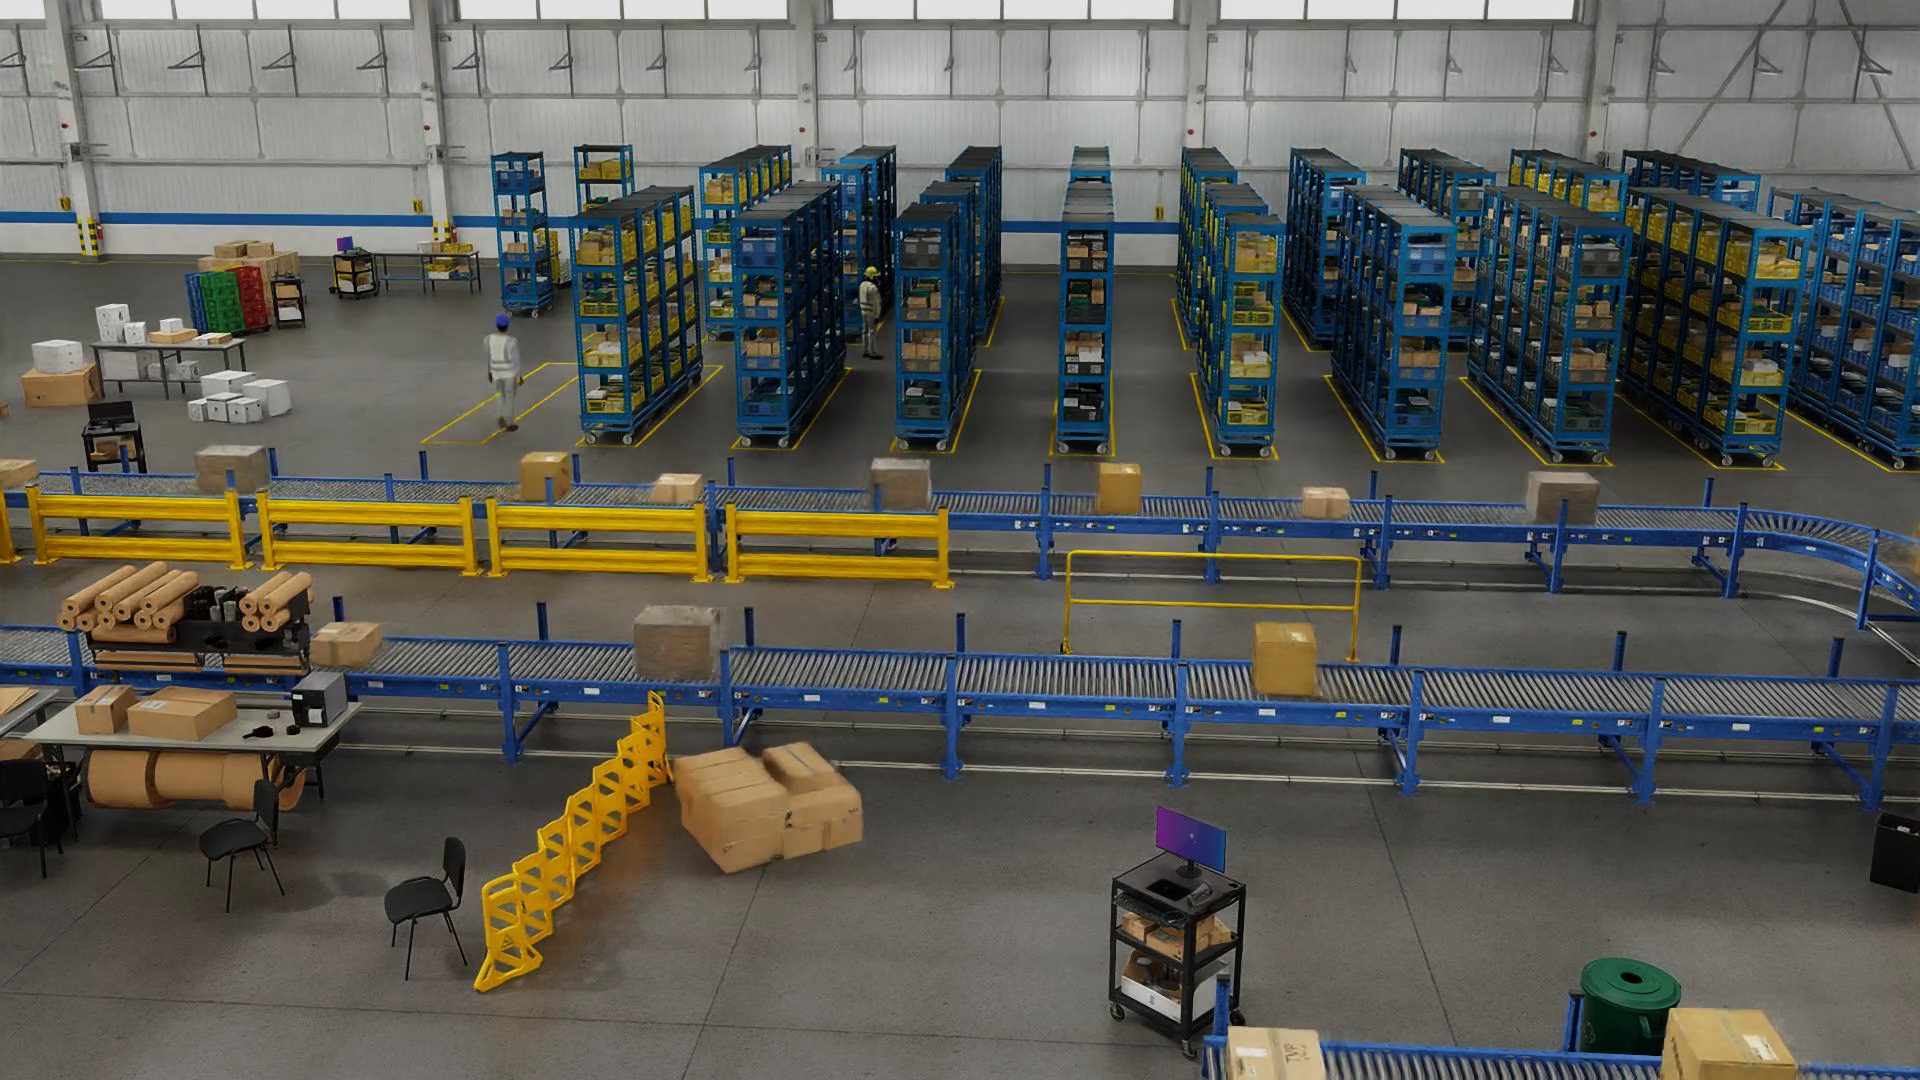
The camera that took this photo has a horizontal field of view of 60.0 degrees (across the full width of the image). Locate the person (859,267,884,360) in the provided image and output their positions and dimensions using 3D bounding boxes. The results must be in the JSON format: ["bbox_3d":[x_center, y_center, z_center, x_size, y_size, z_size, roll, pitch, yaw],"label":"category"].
[{"bbox_3d":[-1.749,-4.462,32.732,0.404,1.824,0.591,-10,20,-30],"label":"person"}]

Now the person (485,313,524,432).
[{"bbox_3d":[-7.361,-2.706,26.974,0.641,1.935,0.460,6,18,19],"label":"person"}]
